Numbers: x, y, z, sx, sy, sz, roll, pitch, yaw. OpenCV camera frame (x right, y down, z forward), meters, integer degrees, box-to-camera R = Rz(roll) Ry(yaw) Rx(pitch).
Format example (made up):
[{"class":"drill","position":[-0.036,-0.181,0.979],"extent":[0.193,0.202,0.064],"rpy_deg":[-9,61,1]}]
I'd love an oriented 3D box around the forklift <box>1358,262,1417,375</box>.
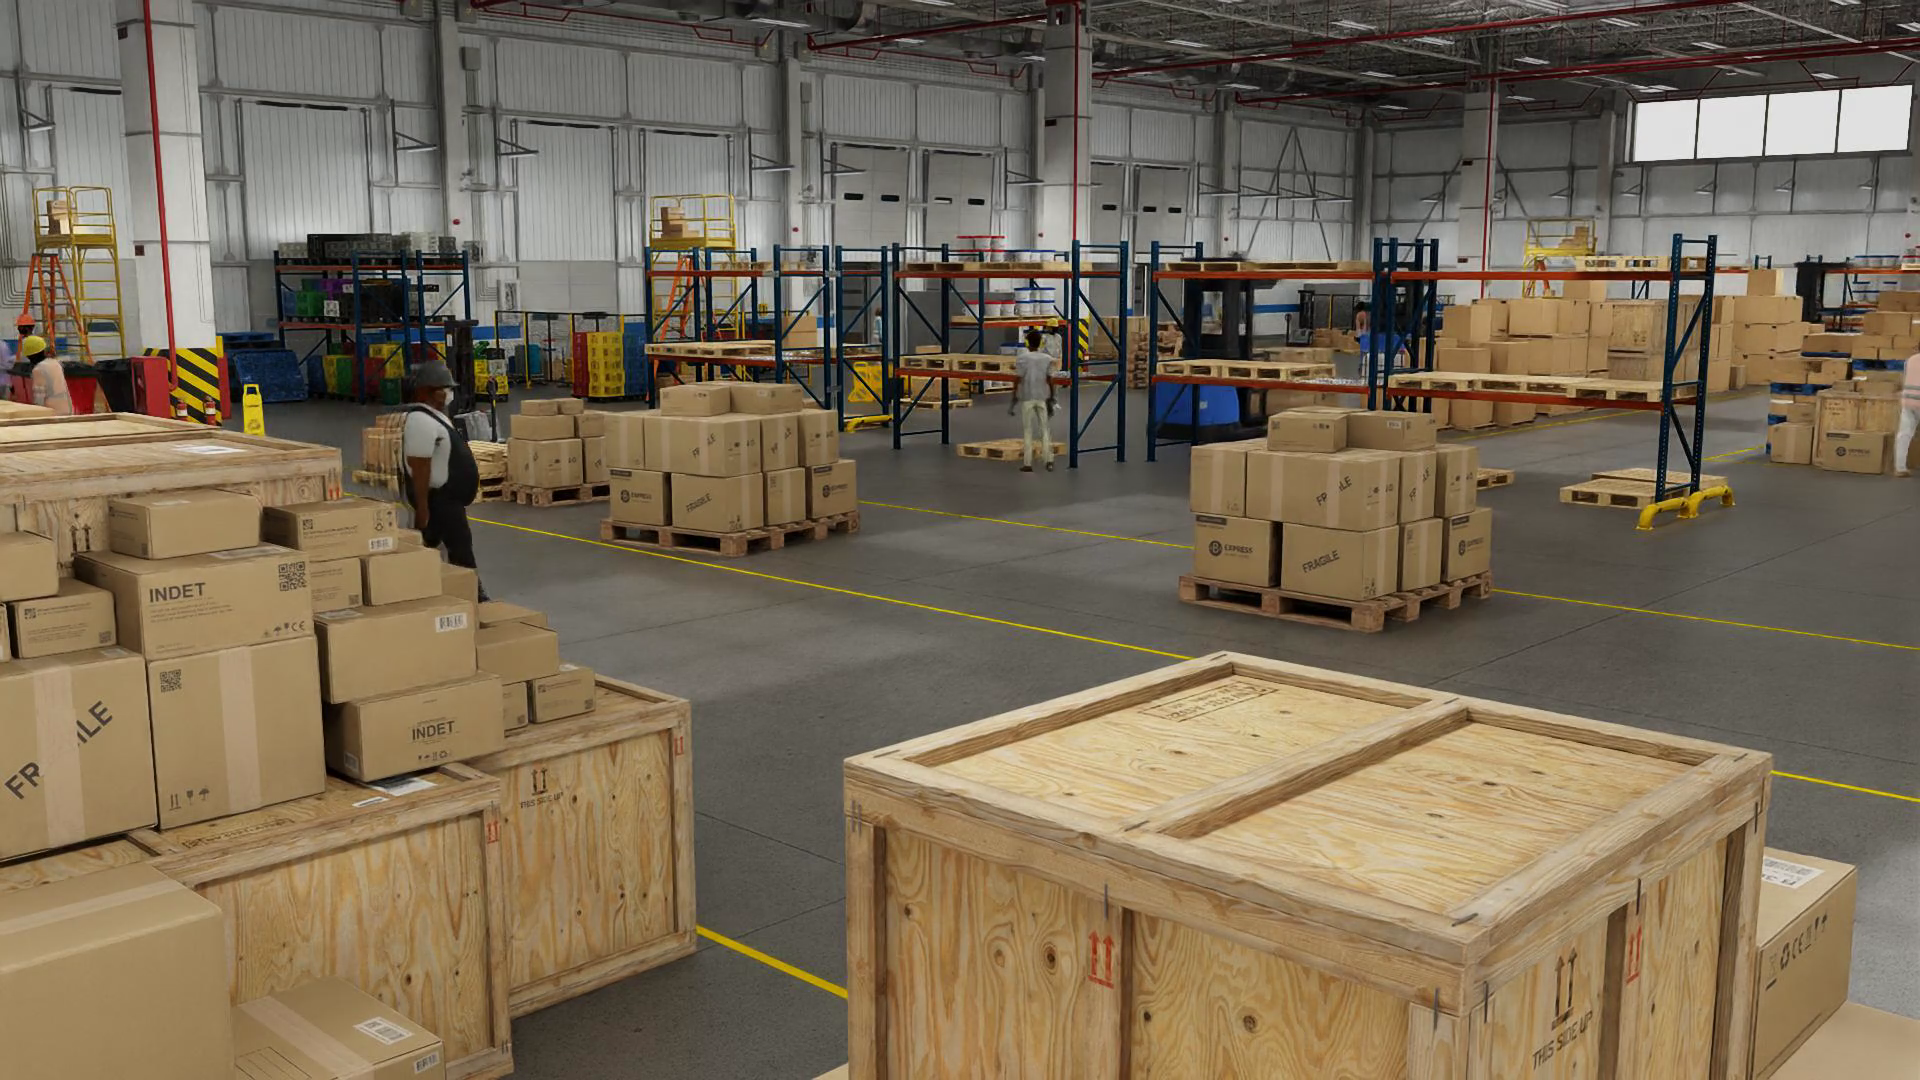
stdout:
[{"class":"forklift","position":[10.645,-5.409,40.711],"extent":[1.129,2.768,1.873],"rpy_deg":[7,11,36]}]

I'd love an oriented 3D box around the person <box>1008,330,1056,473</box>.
[{"class":"person","position":[0.967,-1.788,21.647],"extent":[0.638,1.857,0.447],"rpy_deg":[-1,9,-6]}]

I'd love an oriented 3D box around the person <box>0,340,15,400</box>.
[{"class":"person","position":[-14.661,-2.410,25.301],"extent":[0.630,1.904,0.559],"rpy_deg":[3,10,18]}]

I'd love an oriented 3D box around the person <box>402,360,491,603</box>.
[{"class":"person","position":[-3.939,-0.379,12.433],"extent":[0.997,2.000,0.685],"rpy_deg":[-2,10,-13]}]

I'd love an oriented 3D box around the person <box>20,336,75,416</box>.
[{"class":"person","position":[-10.778,-1.497,19.799],"extent":[0.425,1.876,0.762],"rpy_deg":[0,9,0]}]

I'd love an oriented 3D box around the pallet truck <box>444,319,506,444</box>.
[{"class":"pallet truck","position":[-6.981,-1.942,22.150],"extent":[1.885,1.965,0.823],"rpy_deg":[1,9,9]}]

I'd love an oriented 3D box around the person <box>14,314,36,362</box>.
[{"class":"person","position":[-14.778,-2.617,26.471],"extent":[0.369,1.939,0.542],"rpy_deg":[-6,11,-31]}]

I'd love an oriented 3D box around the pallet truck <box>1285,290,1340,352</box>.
[{"class":"pallet truck","position":[11.297,-6.951,52.861],"extent":[1.885,1.965,0.823],"rpy_deg":[-5,11,-29]}]

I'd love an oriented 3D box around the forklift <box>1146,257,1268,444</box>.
[{"class":"forklift","position":[3.840,-2.955,25.660],"extent":[1.129,2.768,1.873],"rpy_deg":[9,13,43]}]

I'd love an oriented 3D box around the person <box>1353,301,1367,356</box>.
[{"class":"person","position":[12.217,-6.444,50.721],"extent":[0.383,1.687,0.540],"rpy_deg":[-1,9,-4]}]

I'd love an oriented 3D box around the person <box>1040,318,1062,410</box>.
[{"class":"person","position":[1.741,-3.331,31.482],"extent":[0.488,1.736,0.321],"rpy_deg":[-5,11,-30]}]

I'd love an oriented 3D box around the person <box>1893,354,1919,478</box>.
[{"class":"person","position":[12.274,-1.678,21.127],"extent":[0.764,1.806,0.635],"rpy_deg":[-3,10,-19]}]

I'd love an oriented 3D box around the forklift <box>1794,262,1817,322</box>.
[{"class":"forklift","position":[21.982,-5.849,43.408],"extent":[1.873,2.768,1.129],"rpy_deg":[7,11,36]}]

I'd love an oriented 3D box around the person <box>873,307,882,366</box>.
[{"class":"person","position":[-2.167,-5.386,44.402],"extent":[0.314,1.632,0.521],"rpy_deg":[-1,9,-7]}]

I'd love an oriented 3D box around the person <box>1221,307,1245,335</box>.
[{"class":"person","position":[5.301,-3.525,32.104],"extent":[0.643,1.921,0.664],"rpy_deg":[6,11,33]}]
